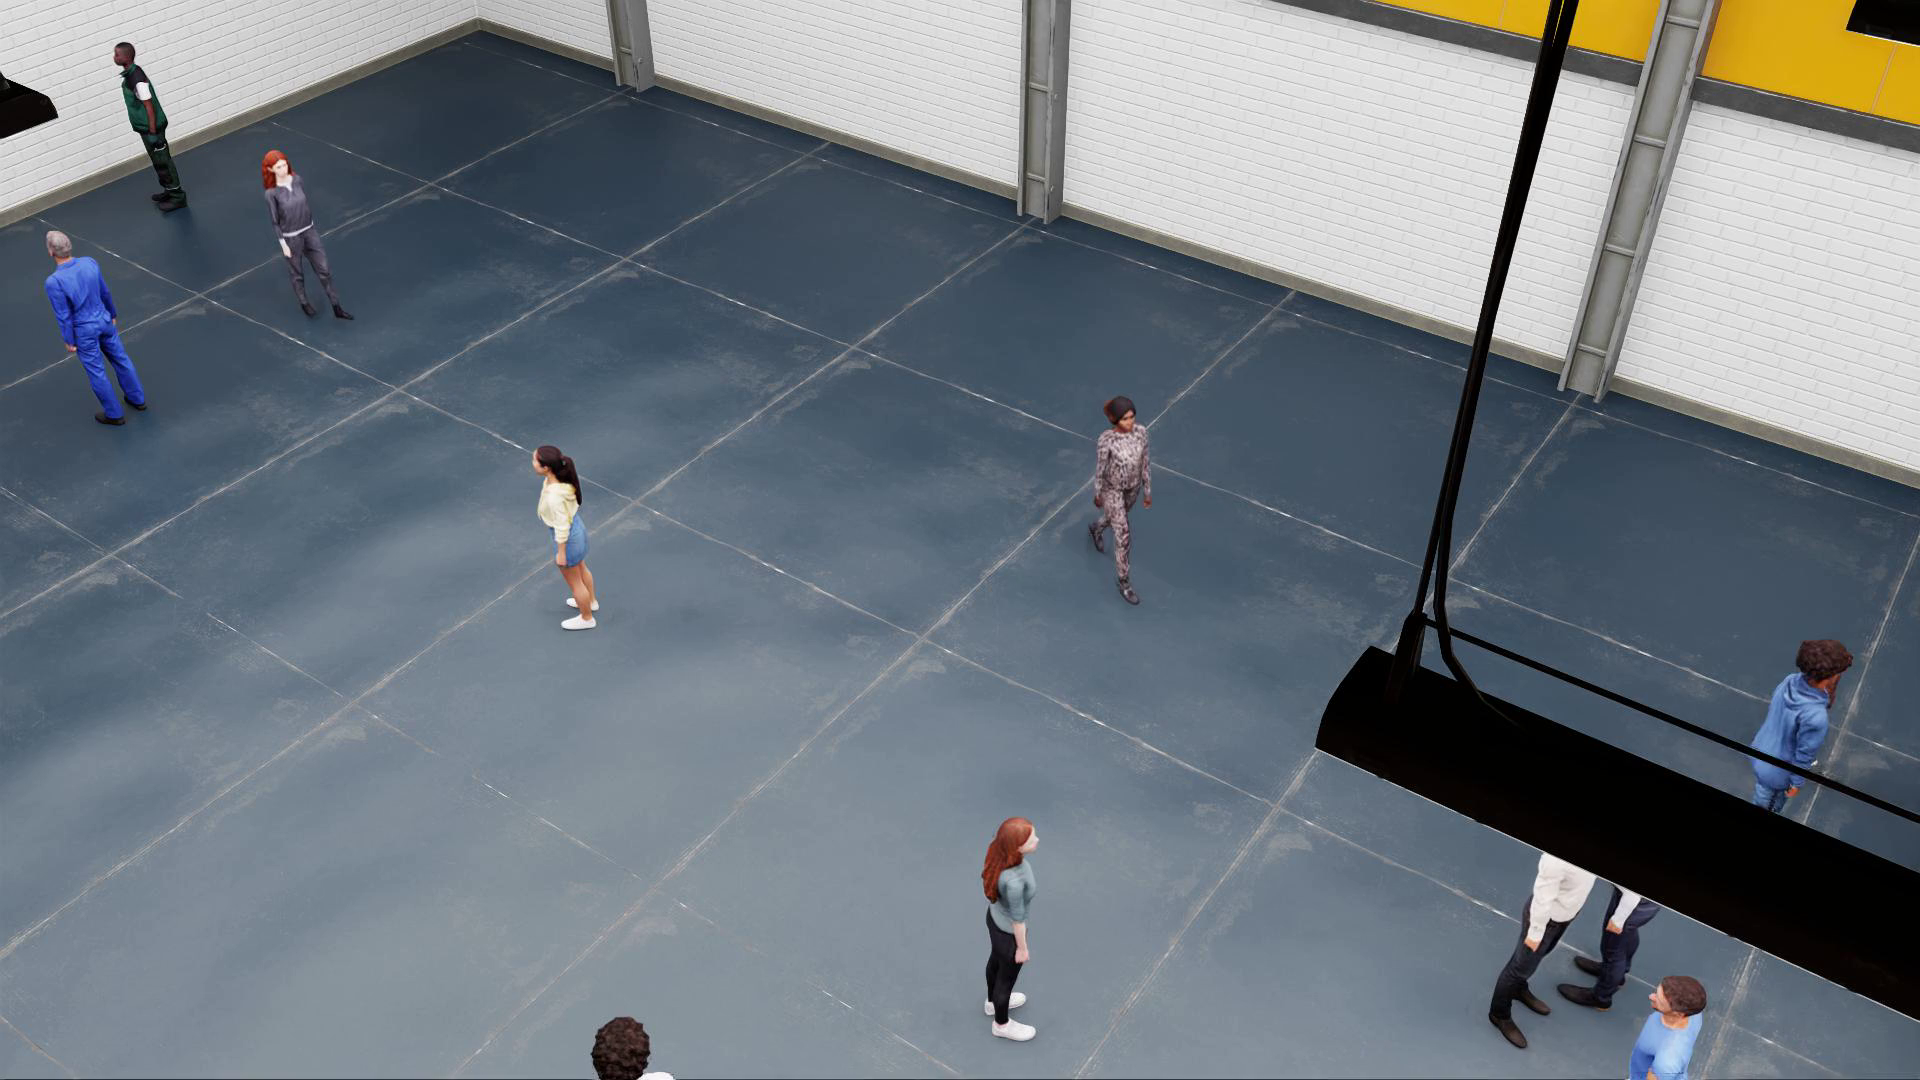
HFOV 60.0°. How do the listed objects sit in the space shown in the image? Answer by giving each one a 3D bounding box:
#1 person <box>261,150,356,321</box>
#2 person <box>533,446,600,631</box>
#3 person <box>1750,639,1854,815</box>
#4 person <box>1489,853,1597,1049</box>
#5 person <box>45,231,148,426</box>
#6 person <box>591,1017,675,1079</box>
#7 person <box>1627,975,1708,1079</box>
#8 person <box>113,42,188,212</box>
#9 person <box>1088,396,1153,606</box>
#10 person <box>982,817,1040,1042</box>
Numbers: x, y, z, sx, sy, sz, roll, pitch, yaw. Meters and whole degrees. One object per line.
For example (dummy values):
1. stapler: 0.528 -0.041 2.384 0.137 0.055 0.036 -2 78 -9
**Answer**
1. person: -6.396 -2.921 15.916 0.926 1.751 0.633 26 46 29
2. person: -2.926 -0.028 12.390 0.742 1.630 0.721 -1 39 -1
3. person: 5.093 1.386 10.501 1.154 1.777 1.005 4 39 5
4. person: 3.365 2.130 9.497 0.689 1.868 0.601 -31 48 -33
5. person: -7.584 -1.858 14.522 0.609 1.829 0.750 17 42 20
6. person: -1.588 3.117 8.320 0.866 1.793 0.945 -10 40 -12
7. person: 3.663 2.876 8.590 1.125 1.835 0.665 26 46 29
8. person: -8.635 -4.417 17.718 0.822 1.840 0.674 -24 44 -27
9. person: 1.210 -0.408 12.828 0.971 1.678 1.217 -16 41 -19
10. person: 0.280 2.203 9.507 0.717 1.742 0.660 -6 39 -7
